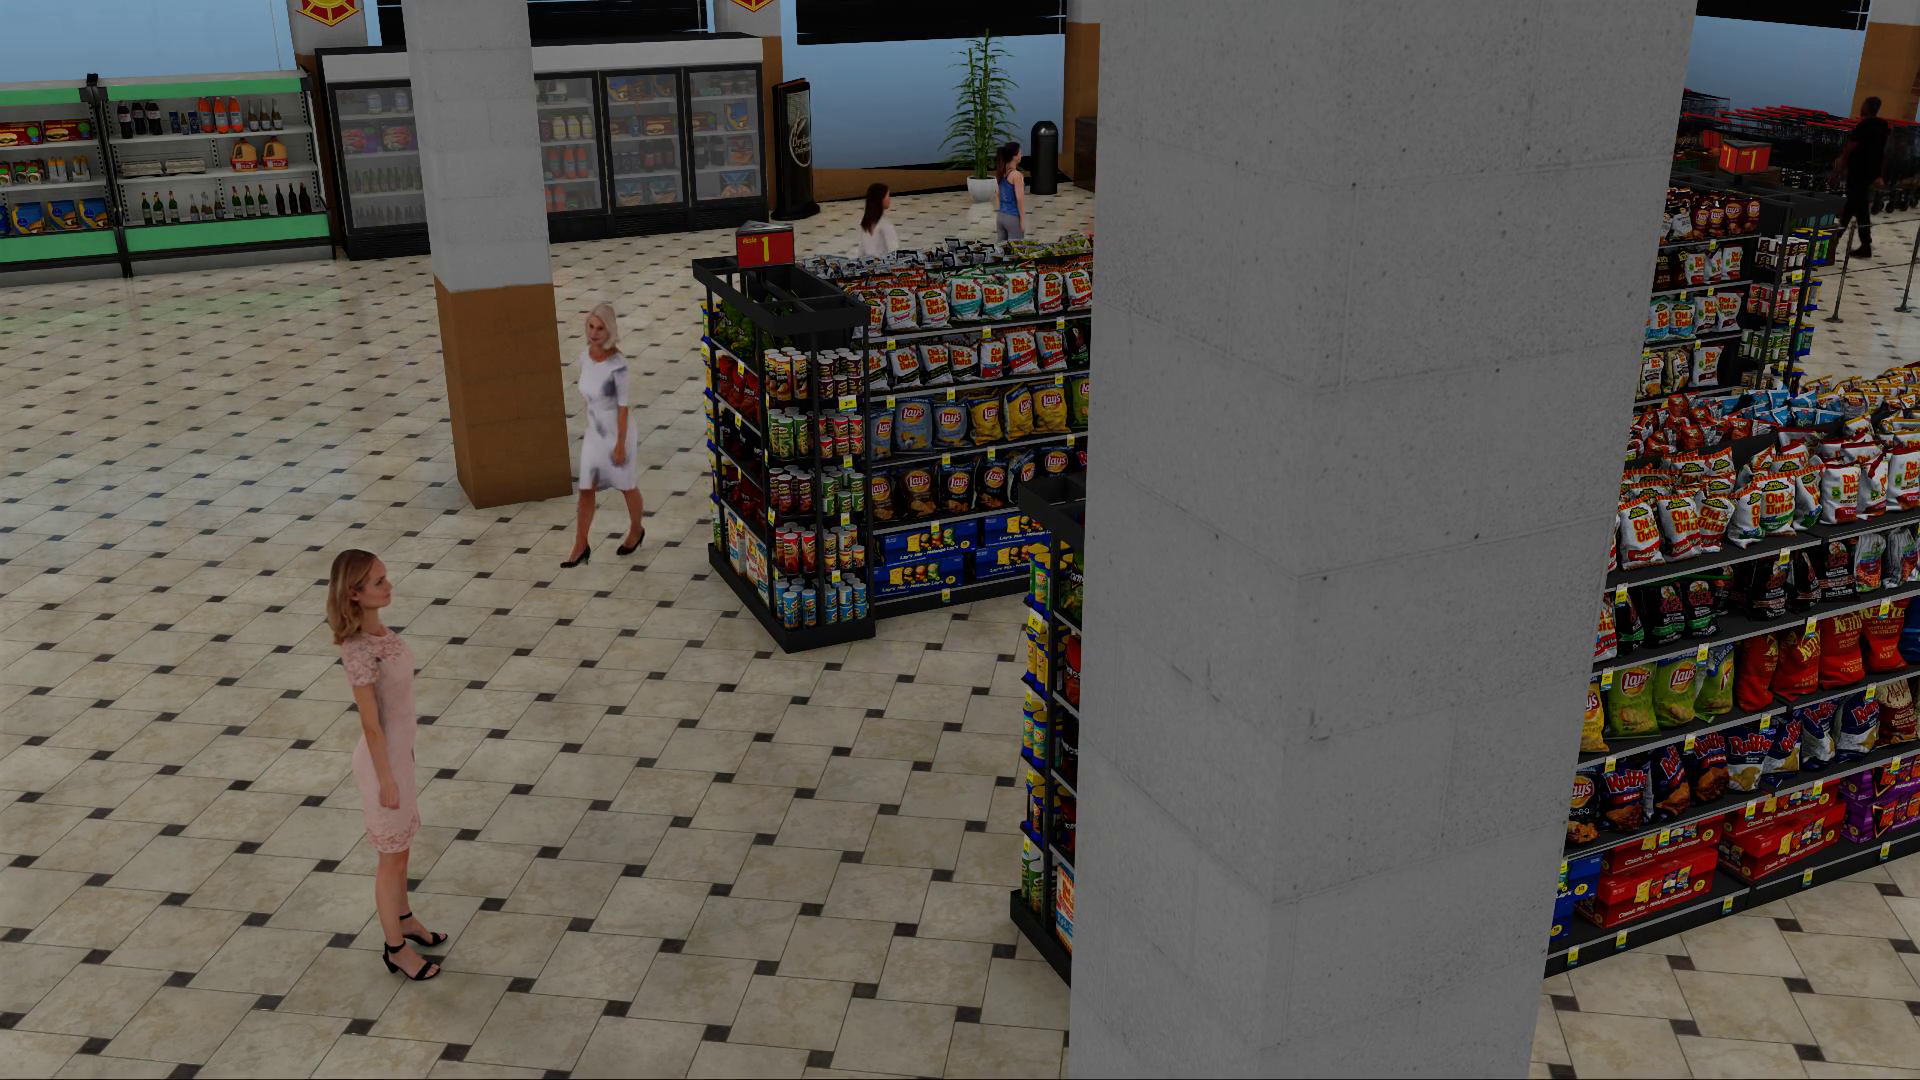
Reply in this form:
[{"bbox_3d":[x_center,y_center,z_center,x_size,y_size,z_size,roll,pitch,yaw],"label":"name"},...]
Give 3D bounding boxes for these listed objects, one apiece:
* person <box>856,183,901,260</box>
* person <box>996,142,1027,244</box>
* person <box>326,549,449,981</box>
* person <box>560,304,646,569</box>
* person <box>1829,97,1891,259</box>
[{"bbox_3d":[-0.786,-2.261,14.638,1.068,1.650,0.663,-12,25,-28],"label":"person"},{"bbox_3d":[0.527,-3.343,17.385,0.573,1.608,0.601,-15,26,-32],"label":"person"},{"bbox_3d":[-2.273,0.886,6.563,0.589,1.831,0.623,-3,22,-8],"label":"person"},{"bbox_3d":[-2.166,-0.675,10.606,0.870,1.712,1.007,14,26,32],"label":"person"},{"bbox_3d":[10.474,-4.143,19.140,0.982,1.786,0.750,-12,25,-27],"label":"person"}]
